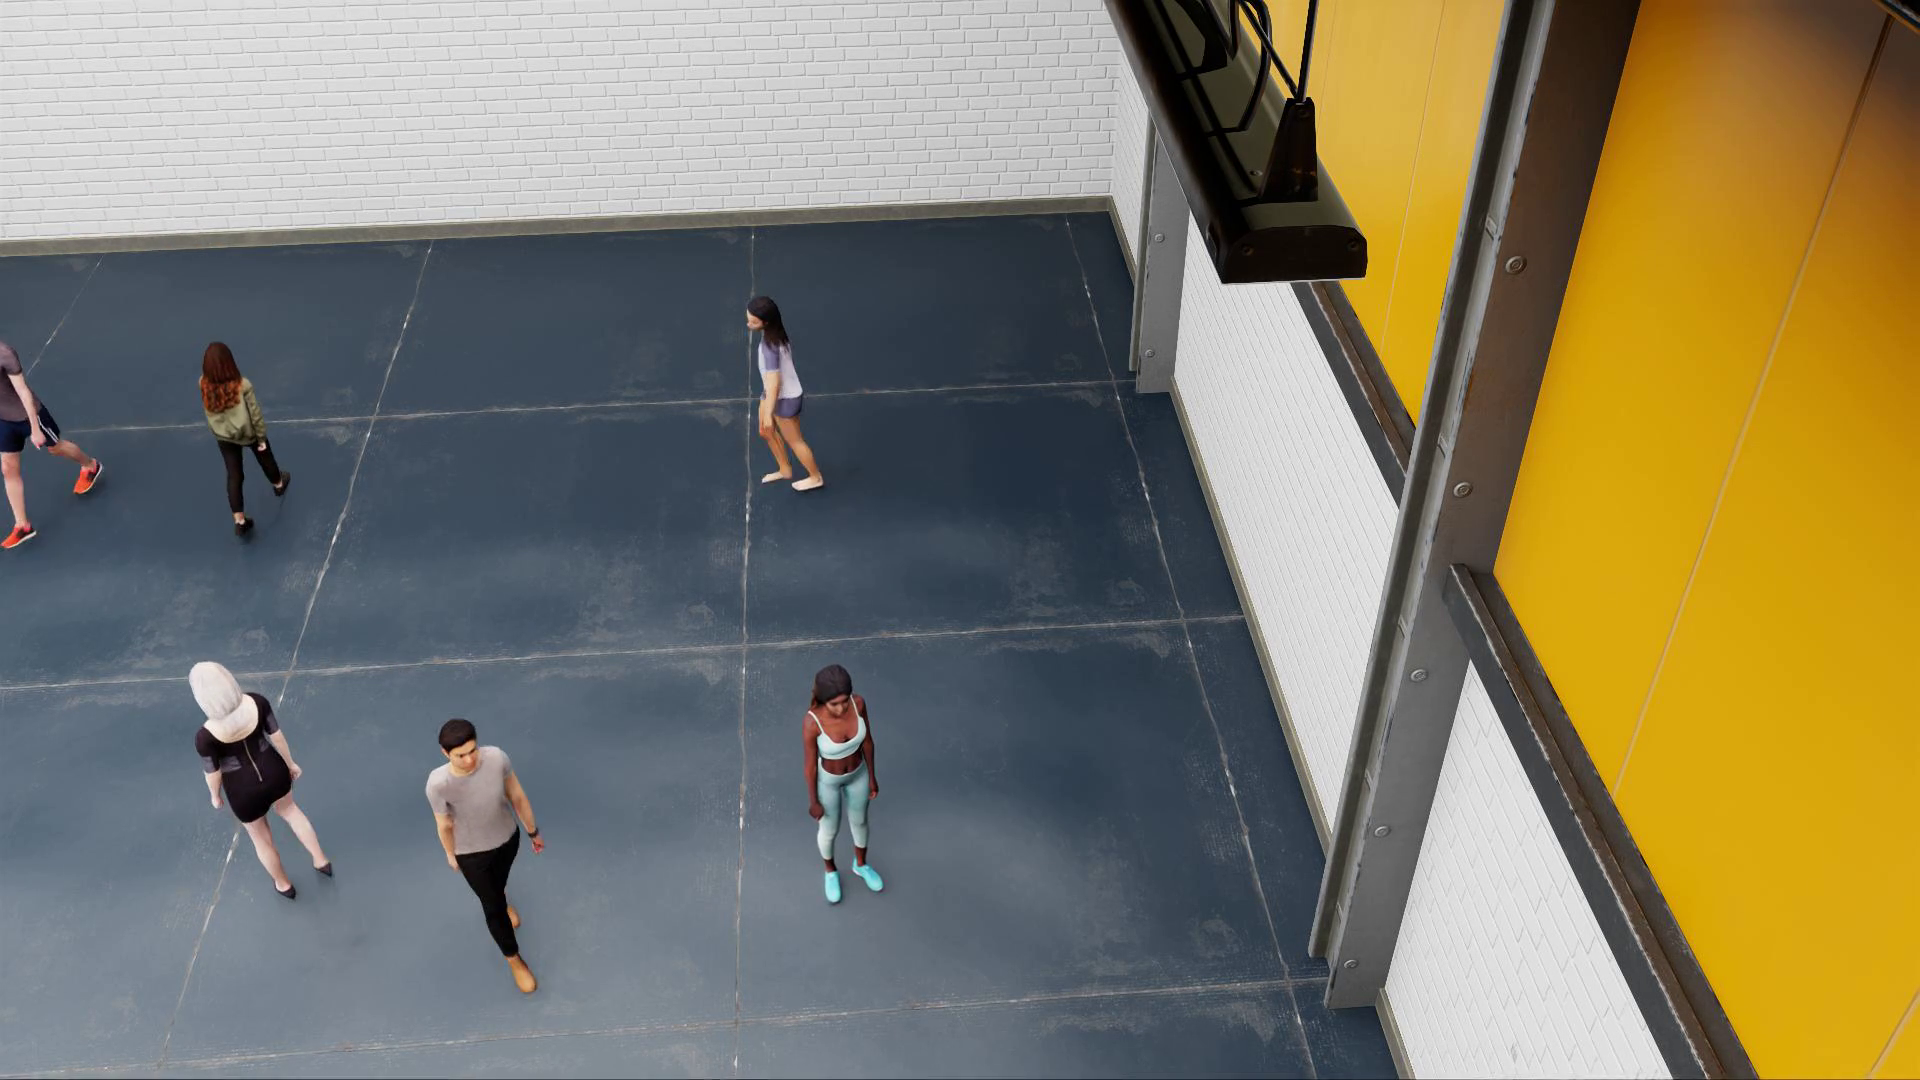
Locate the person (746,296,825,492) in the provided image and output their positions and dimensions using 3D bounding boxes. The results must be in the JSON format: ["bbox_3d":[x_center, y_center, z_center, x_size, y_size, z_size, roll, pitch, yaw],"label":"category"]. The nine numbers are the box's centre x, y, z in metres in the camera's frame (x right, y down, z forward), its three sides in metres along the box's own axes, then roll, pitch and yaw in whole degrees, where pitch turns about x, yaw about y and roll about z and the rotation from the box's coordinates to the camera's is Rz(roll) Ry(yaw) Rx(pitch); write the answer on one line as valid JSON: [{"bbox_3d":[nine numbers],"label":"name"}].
[{"bbox_3d":[-1.227,-1.046,12.067,0.688,1.694,0.651,-1,39,-2],"label":"person"}]

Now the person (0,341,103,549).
[{"bbox_3d":[-6.618,-0.923,11.837,0.943,1.789,1.357,9,39,11],"label":"person"}]

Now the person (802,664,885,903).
[{"bbox_3d":[-0.656,1.311,9.093,0.647,1.723,0.661,-20,43,-23],"label":"person"}]

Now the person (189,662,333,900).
[{"bbox_3d":[-3.767,1.356,8.956,0.767,1.823,0.693,29,47,31],"label":"person"}]

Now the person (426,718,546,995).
[{"bbox_3d":[-2.552,1.528,8.847,0.986,1.691,1.130,-29,47,-31],"label":"person"}]

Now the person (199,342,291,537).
[{"bbox_3d":[-5.163,-0.705,11.842,0.638,1.442,1.012,0,39,0],"label":"person"}]
